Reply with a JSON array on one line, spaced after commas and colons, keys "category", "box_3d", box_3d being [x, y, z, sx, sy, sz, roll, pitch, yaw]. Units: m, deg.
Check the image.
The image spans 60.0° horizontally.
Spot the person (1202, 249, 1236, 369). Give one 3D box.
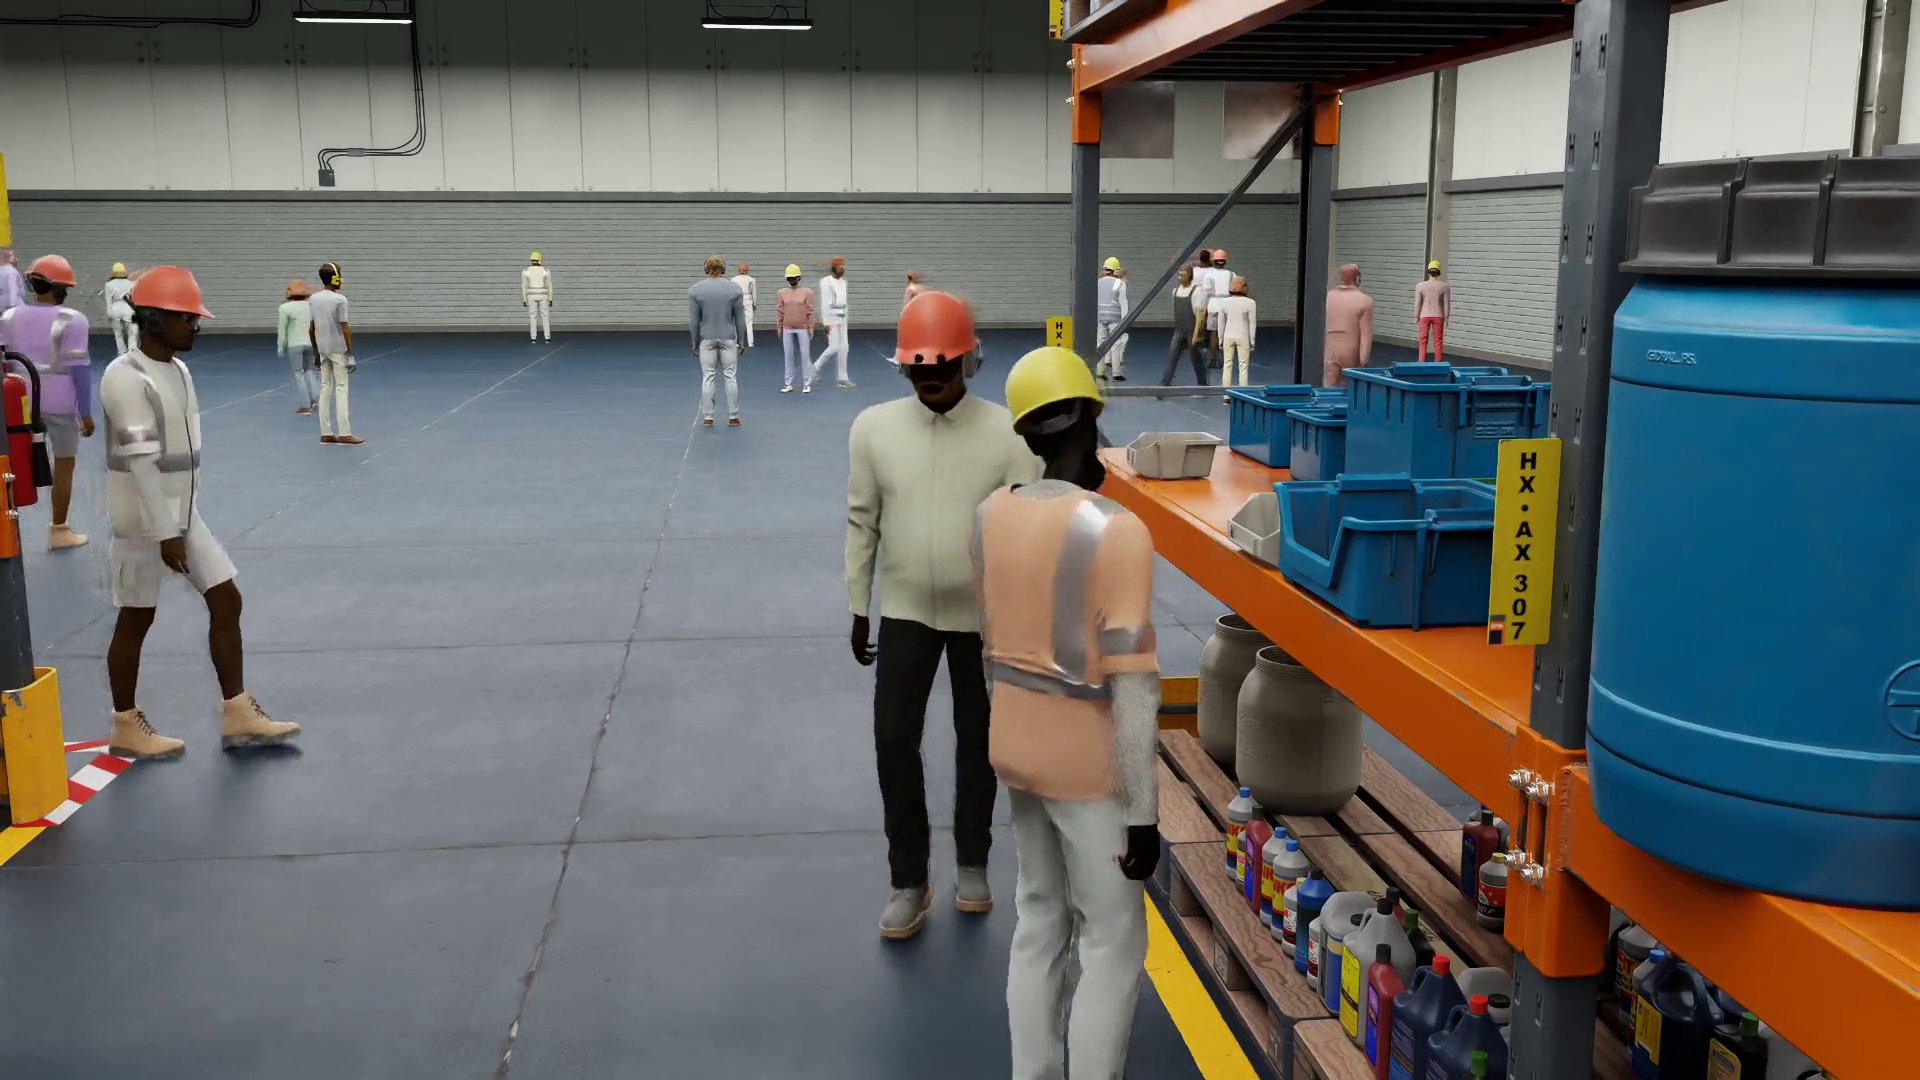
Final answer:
[{"category": "person", "box_3d": [4.193, -3.740, 26.978, 0.549, 1.937, 0.370, -2, 10, -8]}]

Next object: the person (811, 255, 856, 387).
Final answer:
[{"category": "person", "box_3d": [-1.812, -3.095, 23.601, 0.582, 1.872, 0.618, 7, 12, 33]}]

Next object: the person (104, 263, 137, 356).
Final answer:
[{"category": "person", "box_3d": [-13.848, -3.726, 27.515, 0.497, 1.714, 0.661, -5, 11, -24]}]

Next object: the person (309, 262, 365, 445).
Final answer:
[{"category": "person", "box_3d": [-6.443, -1.909, 17.106, 0.526, 1.869, 0.315, 5, 11, 23]}]

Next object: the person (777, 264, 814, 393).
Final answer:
[{"category": "person", "box_3d": [-2.258, -2.889, 22.791, 0.526, 1.761, 0.334, 1, 10, 7]}]

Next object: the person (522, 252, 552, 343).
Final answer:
[{"category": "person", "box_3d": [-8.476, -4.854, 33.365, 0.591, 1.829, 0.404, -2, 11, -13]}]

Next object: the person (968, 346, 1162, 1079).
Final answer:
[{"category": "person", "box_3d": [0.270, 0.513, 3.805, 0.372, 1.888, 0.702, -7, 12, -34]}]

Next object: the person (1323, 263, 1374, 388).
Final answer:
[{"category": "person", "box_3d": [3.949, -1.920, 17.197, 0.653, 1.870, 0.969, 9, 13, 40]}]

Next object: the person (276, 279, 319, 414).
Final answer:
[{"category": "person", "box_3d": [-7.985, -2.325, 20.078, 0.397, 1.622, 0.508, 7, 13, 36]}]

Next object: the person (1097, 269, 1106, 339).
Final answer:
[{"category": "person", "box_3d": [2.495, -3.806, 28.269, 0.540, 1.593, 0.872, -3, 11, -15]}]

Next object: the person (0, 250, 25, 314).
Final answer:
[{"category": "person", "box_3d": [-17.264, -4.355, 30.506, 0.657, 1.875, 0.863, 7, 12, 34]}]

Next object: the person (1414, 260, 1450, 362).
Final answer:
[{"category": "person", "box_3d": [7.278, -3.418, 25.665, 0.533, 1.768, 0.311, 2, 11, 13]}]

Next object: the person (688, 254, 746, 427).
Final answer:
[{"category": "person", "box_3d": [-2.720, -2.226, 18.660, 0.632, 1.940, 0.372, -1, 10, -8]}]

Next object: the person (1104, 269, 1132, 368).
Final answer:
[{"category": "person", "box_3d": [2.616, -3.614, 27.168, 0.573, 1.606, 0.494, 0, 10, -1]}]

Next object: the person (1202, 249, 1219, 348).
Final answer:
[{"category": "person", "box_3d": [4.696, -4.514, 31.343, 0.565, 1.882, 0.977, -9, 14, -40]}]

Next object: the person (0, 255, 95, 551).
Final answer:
[{"category": "person", "box_3d": [-6.196, -0.906, 11.229, 0.632, 2.016, 0.714, 1, 10, 5]}]

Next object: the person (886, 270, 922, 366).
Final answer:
[{"category": "person", "box_3d": [-0.830, -3.591, 27.056, 0.844, 1.589, 0.543, 3, 11, 17]}]

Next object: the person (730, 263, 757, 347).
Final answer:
[{"category": "person", "box_3d": [-4.198, -4.552, 32.257, 0.509, 1.629, 0.314, -1, 10, -7]}]

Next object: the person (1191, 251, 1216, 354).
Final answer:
[{"category": "person", "box_3d": [4.449, -4.364, 30.572, 0.604, 1.870, 0.959, 0, 10, 1]}]

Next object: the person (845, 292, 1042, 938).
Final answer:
[{"category": "person", "box_3d": [-0.044, 0.236, 5.079, 0.649, 1.958, 0.698, 1, 10, 5]}]

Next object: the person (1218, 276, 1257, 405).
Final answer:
[{"category": "person", "box_3d": [3.516, -2.524, 21.126, 0.501, 1.633, 0.284, 5, 12, 27]}]

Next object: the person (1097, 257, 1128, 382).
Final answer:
[{"category": "person", "box_3d": [2.225, -3.245, 24.533, 0.596, 1.832, 0.404, 7, 13, 34]}]

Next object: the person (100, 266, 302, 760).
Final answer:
[{"category": "person", "box_3d": [-3.119, -0.085, 6.723, 0.892, 2.002, 0.632, 1, 10, 4]}]

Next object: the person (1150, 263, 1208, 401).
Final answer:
[{"category": "person", "box_3d": [2.924, -2.704, 21.706, 0.975, 1.782, 0.537, -9, 14, -41]}]
